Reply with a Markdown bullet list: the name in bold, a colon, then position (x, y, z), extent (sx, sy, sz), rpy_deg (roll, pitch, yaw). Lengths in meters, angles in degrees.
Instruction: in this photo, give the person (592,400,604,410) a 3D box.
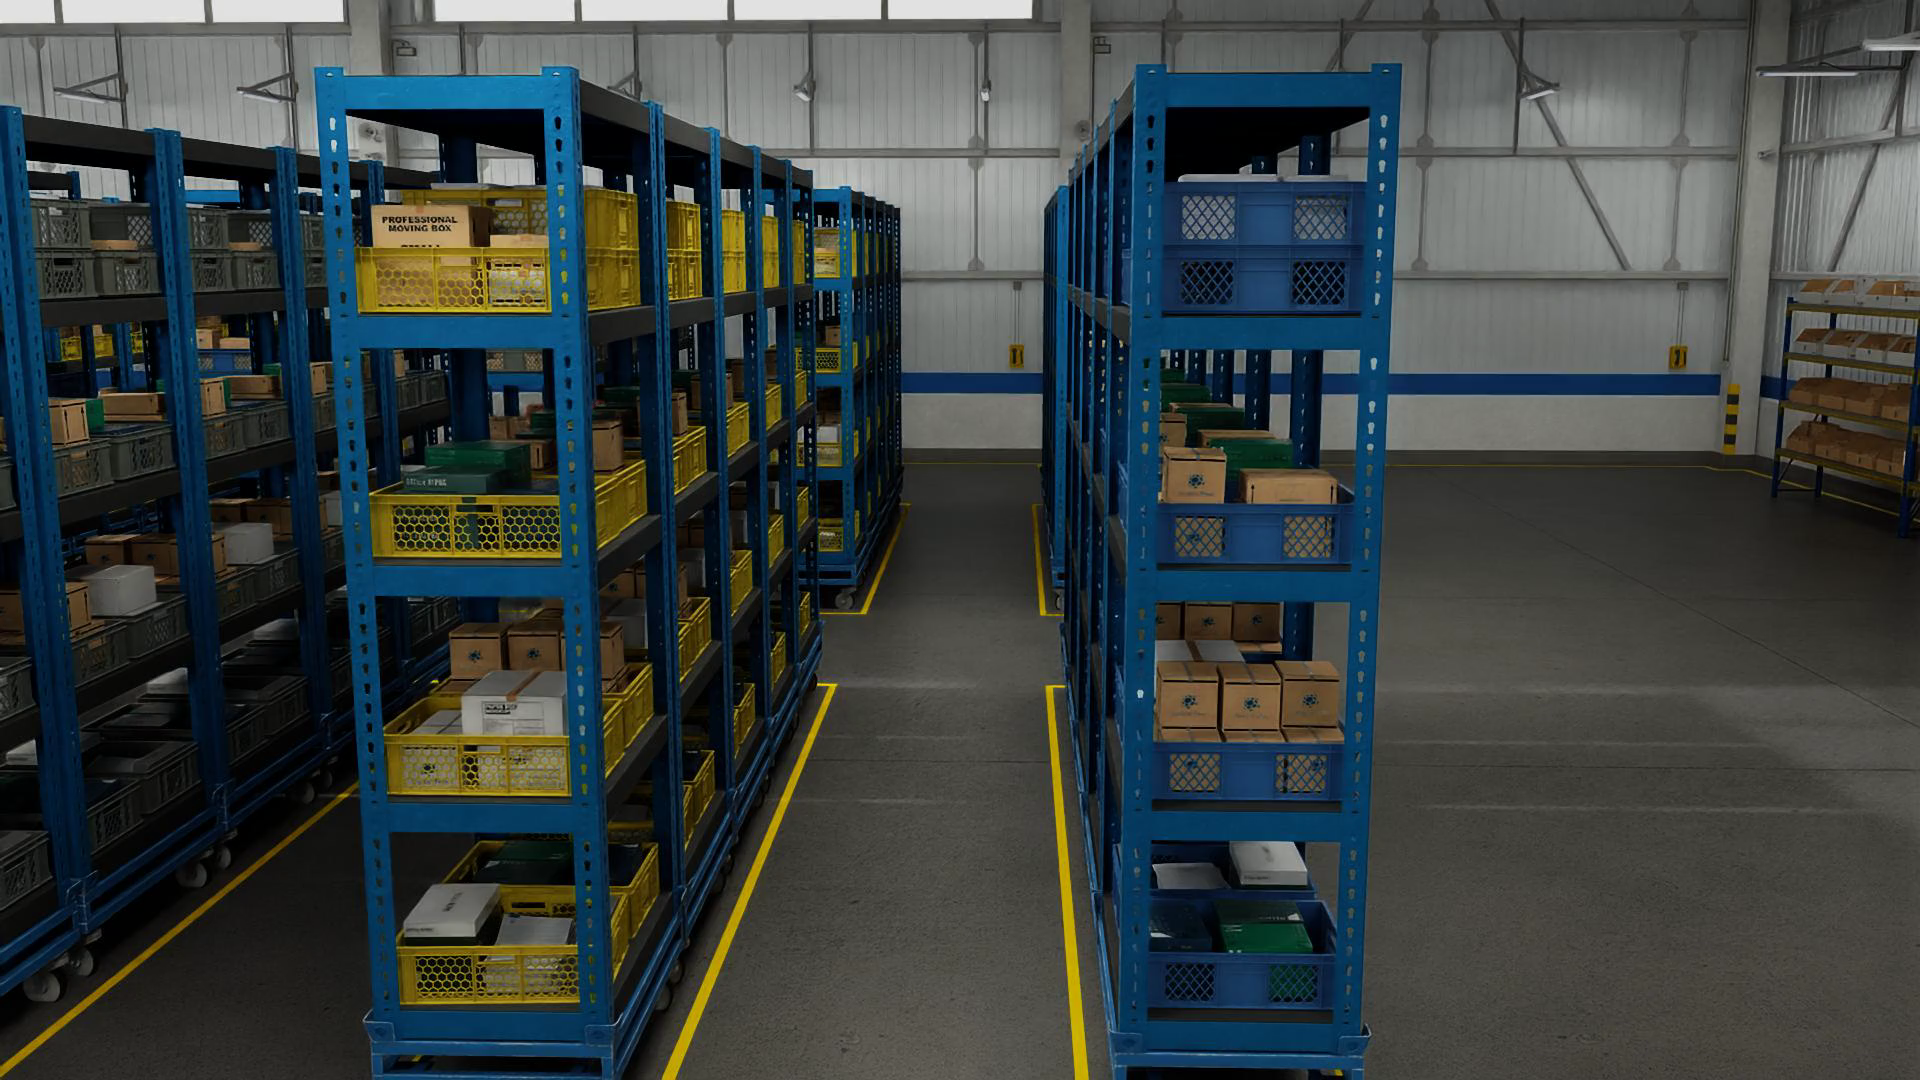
- **person**: position (-2.632, -0.055, 12.375), extent (0.459, 1.978, 0.615), rpy_deg (3, 10, 15)
